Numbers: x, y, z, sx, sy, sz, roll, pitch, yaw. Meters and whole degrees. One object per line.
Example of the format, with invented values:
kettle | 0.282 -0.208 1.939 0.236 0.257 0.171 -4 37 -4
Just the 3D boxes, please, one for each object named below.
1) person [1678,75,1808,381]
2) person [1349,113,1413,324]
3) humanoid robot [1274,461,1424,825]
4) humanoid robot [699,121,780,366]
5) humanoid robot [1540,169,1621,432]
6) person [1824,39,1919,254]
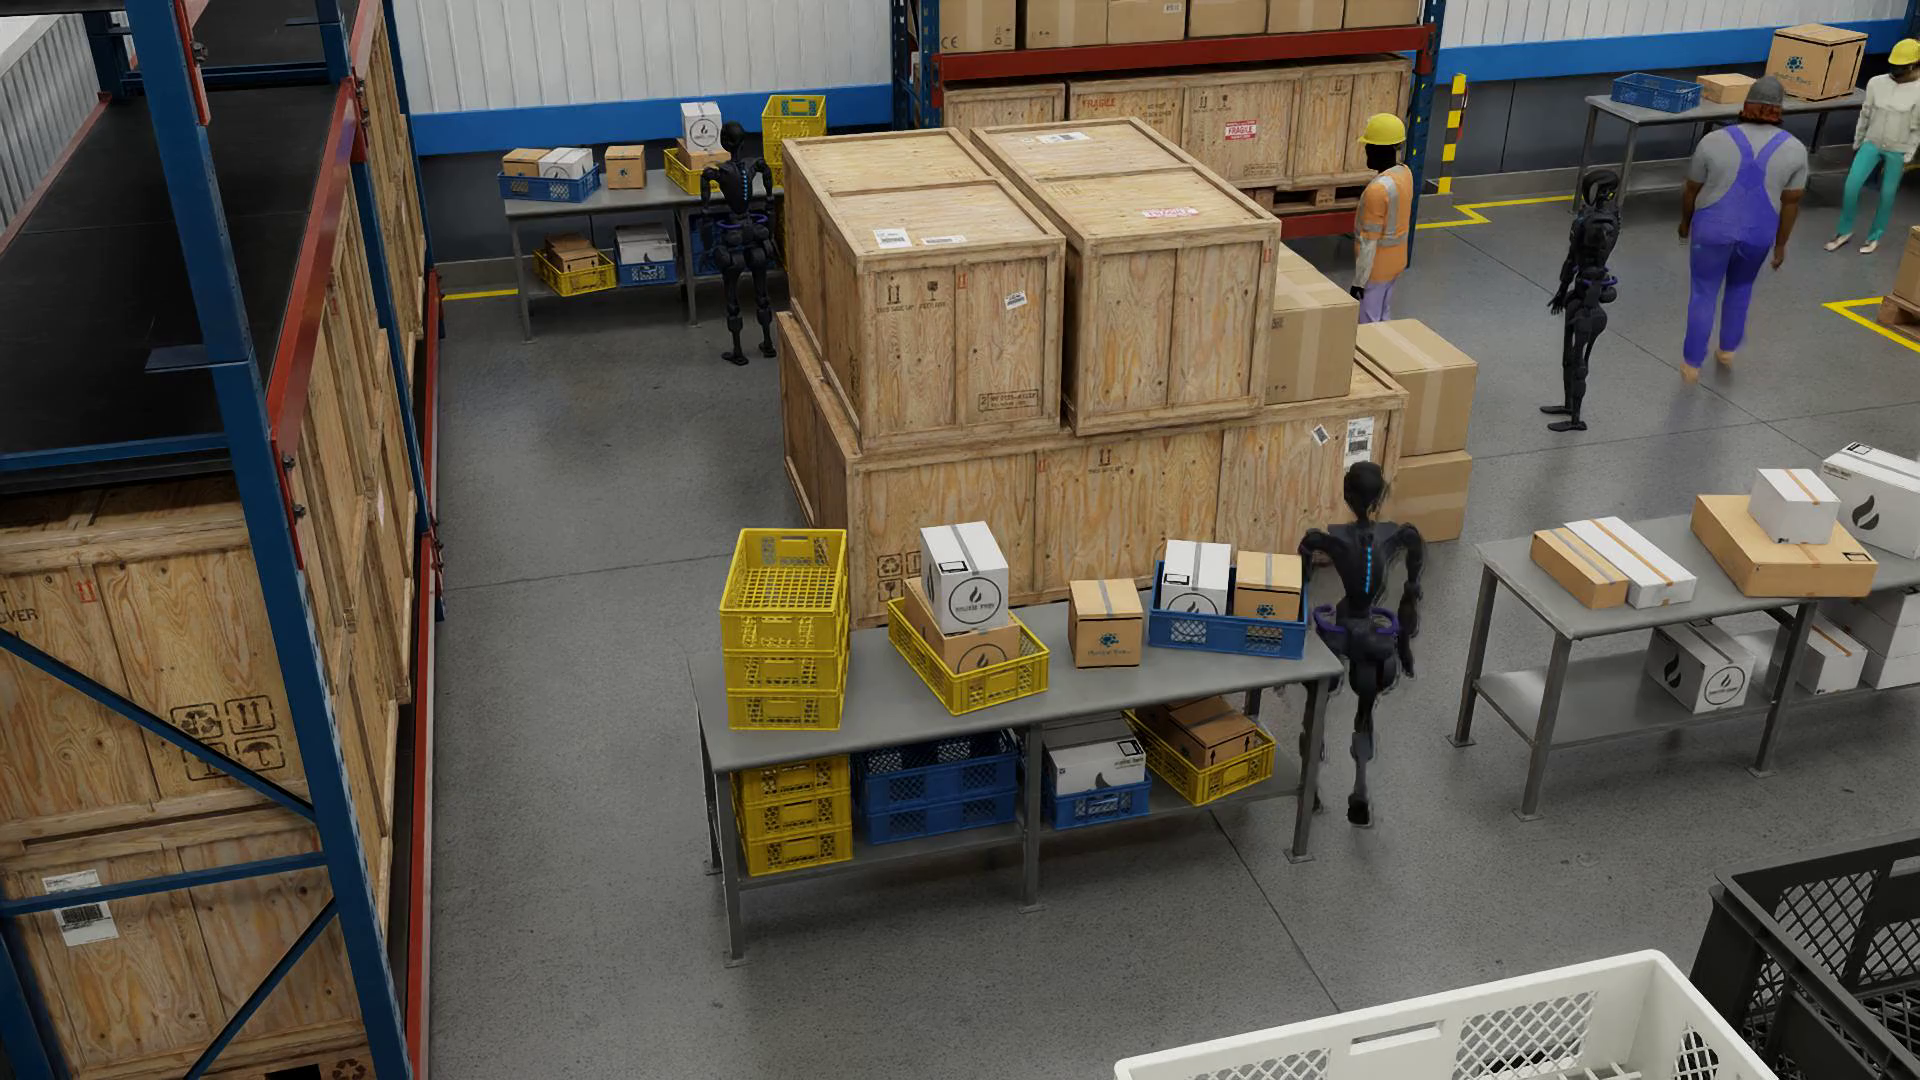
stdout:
person | 5.148 -2.104 11.102 0.695 2.000 0.762 7 30 13
person | 2.632 -1.750 10.591 0.399 1.919 0.579 15 32 26
humanoid robot | 1.603 0.465 6.819 0.629 1.645 0.450 0 29 1
humanoid robot | -1.497 -2.029 11.324 0.587 1.657 0.329 -18 33 -29
humanoid robot | 3.883 -1.497 10.374 0.322 1.652 0.578 1 29 1
person | 7.348 -3.106 13.230 0.592 1.738 0.532 -26 38 -38
